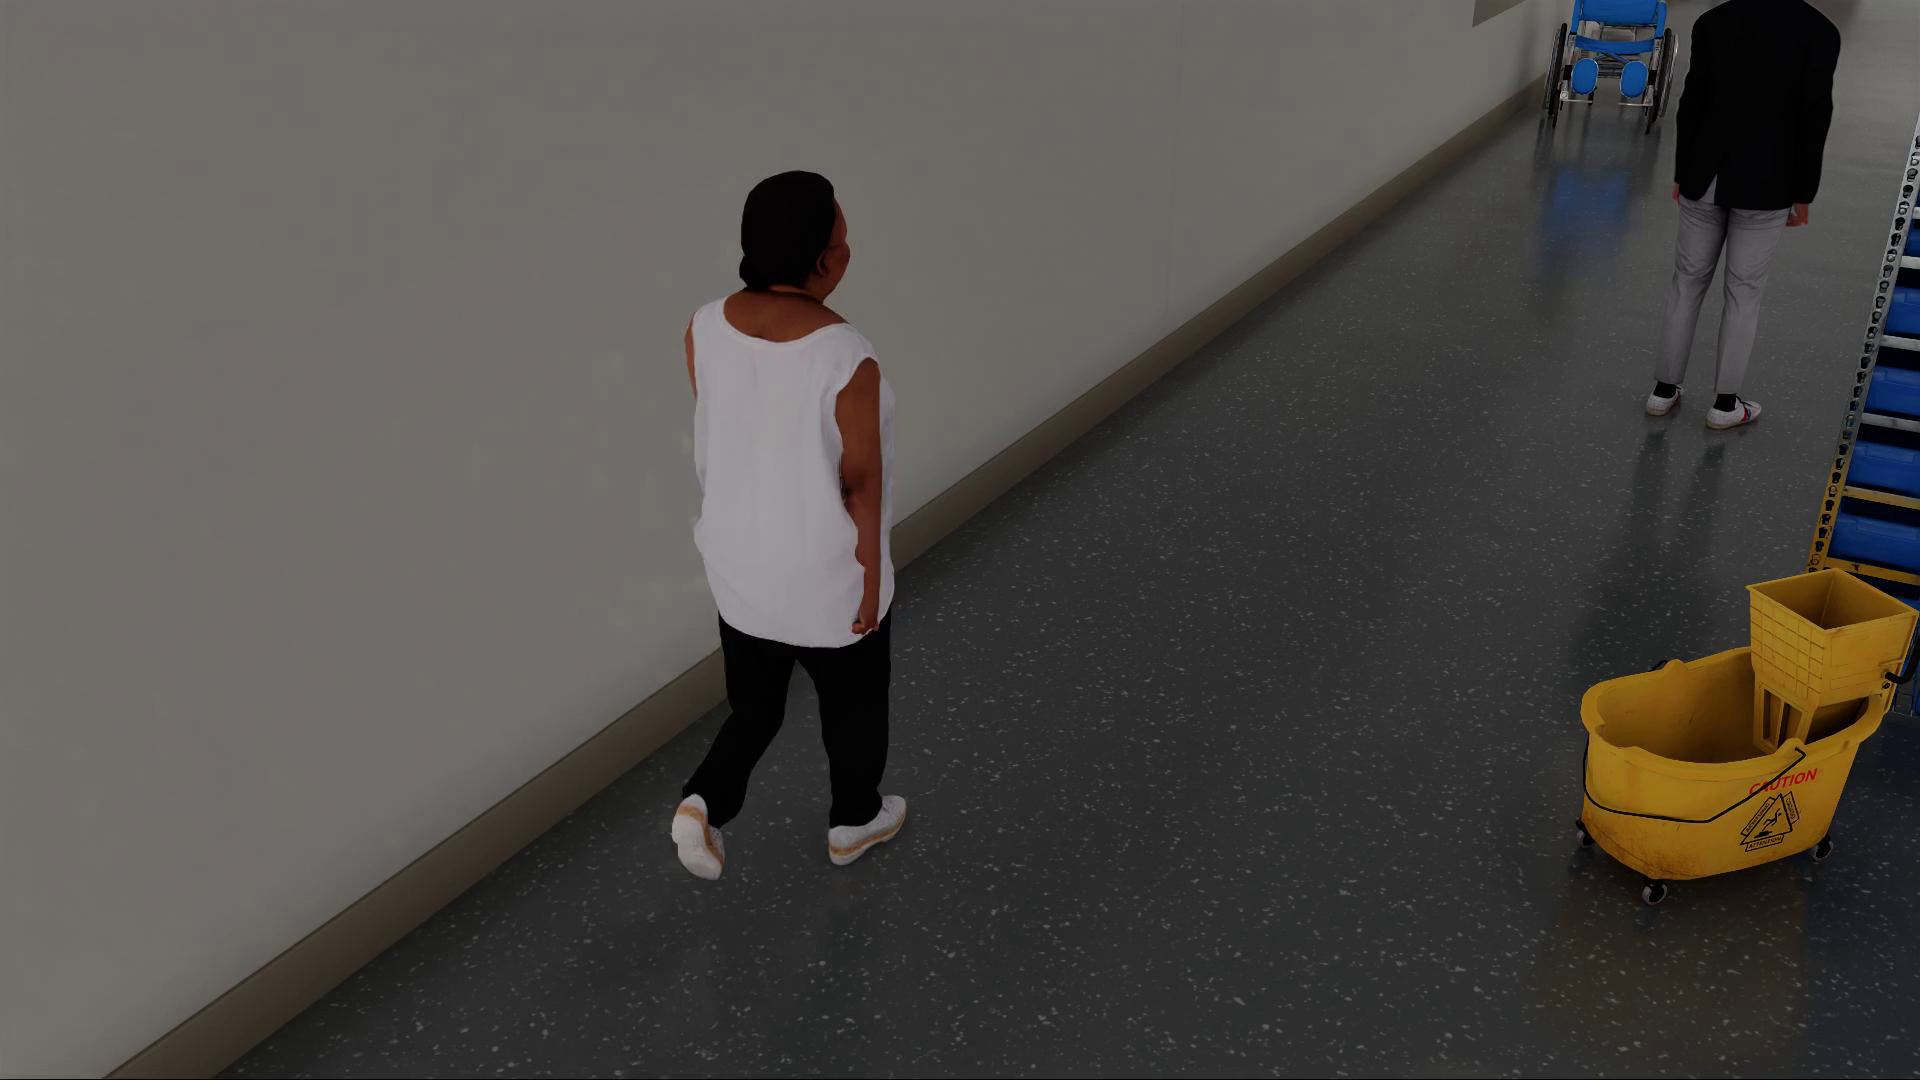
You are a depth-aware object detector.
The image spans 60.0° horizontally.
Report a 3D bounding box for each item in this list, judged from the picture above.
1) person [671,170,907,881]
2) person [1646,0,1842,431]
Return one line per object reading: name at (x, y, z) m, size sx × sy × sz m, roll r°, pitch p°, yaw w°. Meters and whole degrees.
person at (-0.396, 0.044, 3.644) m, size 0.825 × 1.673 × 0.723 m, roll 16°, pitch 30°, yaw 30°
person at (2.952, -1.389, 6.296) m, size 0.624 × 1.950 × 0.816 m, roll 23°, pitch 34°, yaw 39°
